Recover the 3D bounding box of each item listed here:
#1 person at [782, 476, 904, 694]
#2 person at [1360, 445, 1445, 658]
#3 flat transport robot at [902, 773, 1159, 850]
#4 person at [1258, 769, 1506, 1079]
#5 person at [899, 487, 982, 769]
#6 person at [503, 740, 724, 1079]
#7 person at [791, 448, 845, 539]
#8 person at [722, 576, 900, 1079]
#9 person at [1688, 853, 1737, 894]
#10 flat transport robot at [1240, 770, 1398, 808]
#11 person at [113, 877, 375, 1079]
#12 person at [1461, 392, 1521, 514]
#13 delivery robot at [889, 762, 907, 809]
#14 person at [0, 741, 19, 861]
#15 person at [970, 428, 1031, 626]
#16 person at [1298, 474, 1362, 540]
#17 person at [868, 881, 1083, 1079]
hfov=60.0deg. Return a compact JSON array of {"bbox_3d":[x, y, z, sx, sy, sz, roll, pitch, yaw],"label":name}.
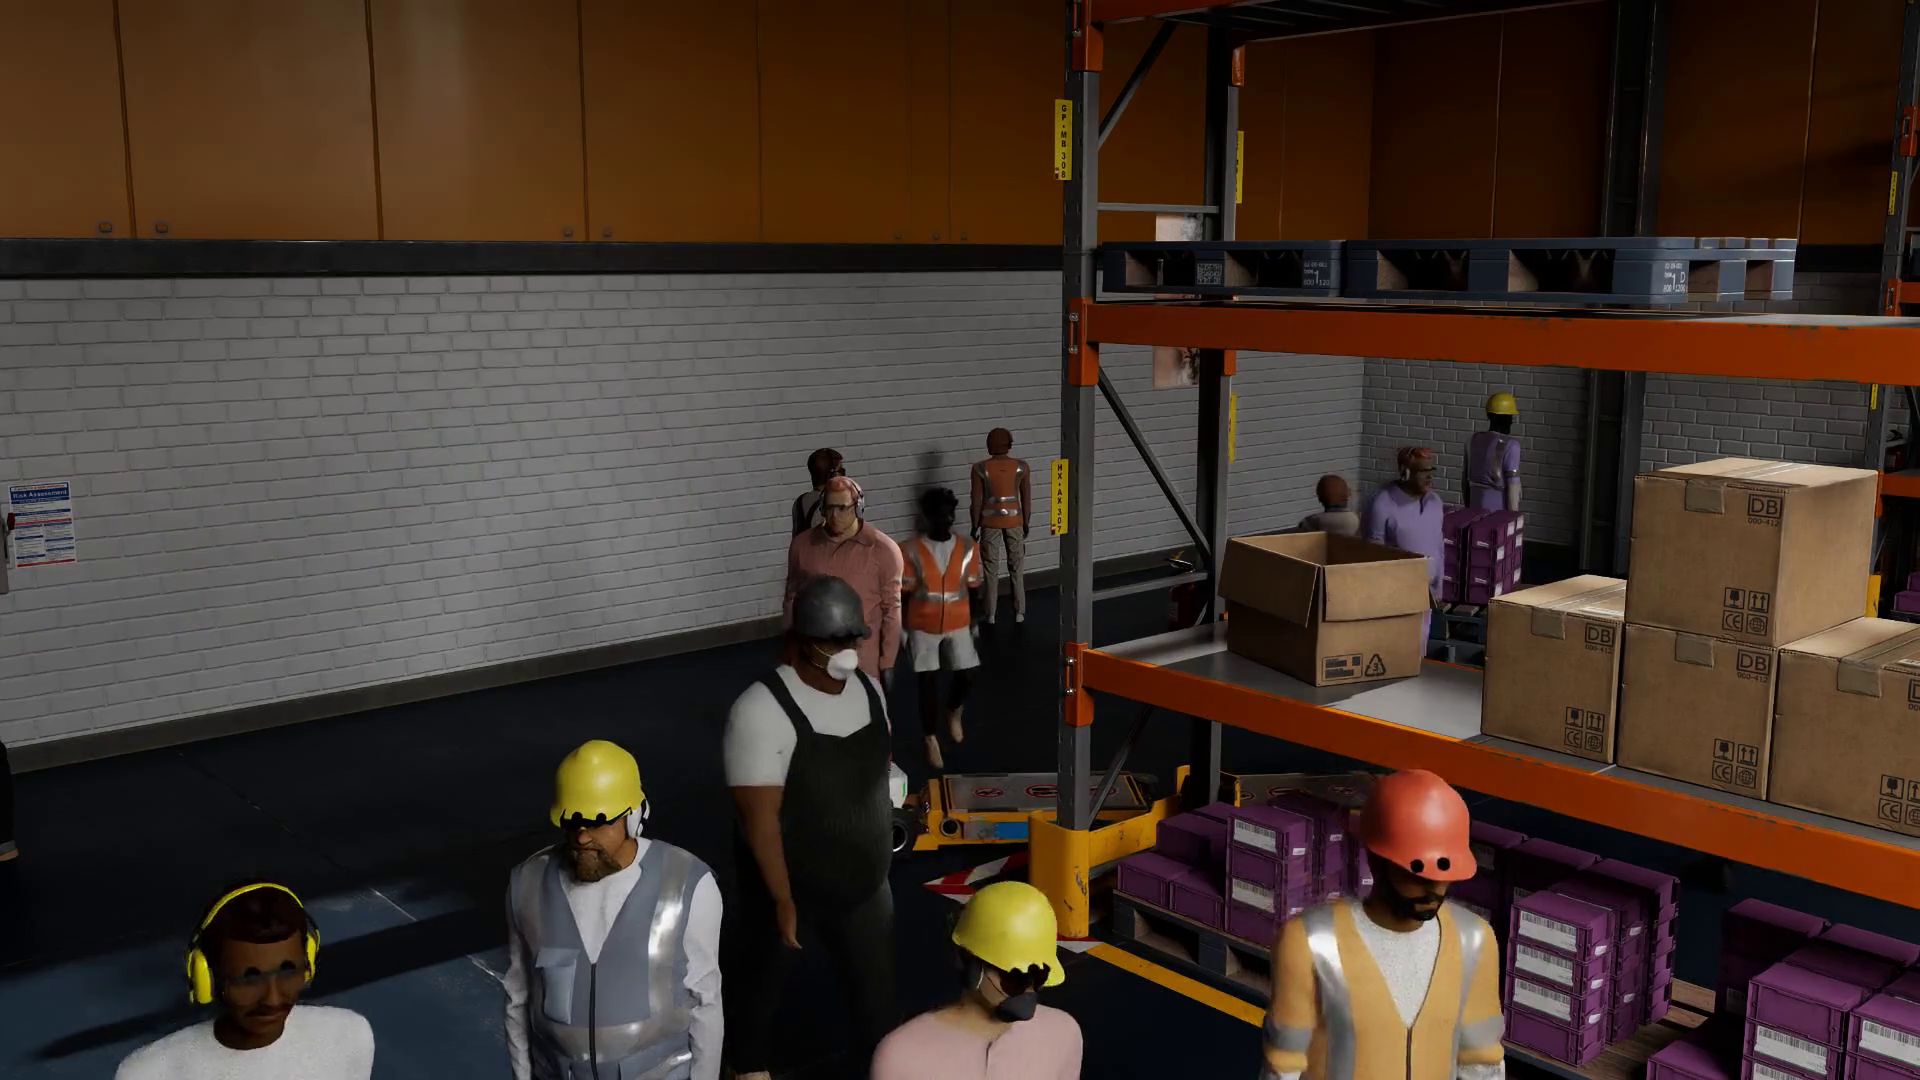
[{"bbox_3d":[-0.625,0.611,8.701,0.643,1.908,0.411,2,10,11],"label":"person"},{"bbox_3d":[2.732,0.318,10.492,0.663,1.883,0.704,-7,12,-35],"label":"person"},{"bbox_3d":[0.372,1.417,8.759,1.431,0.197,0.652,0,10,-3],"label":"flat transport robot"},{"bbox_3d":[0.988,1.454,3.736,0.584,1.909,0.759,-3,10,-14],"label":"person"},{"bbox_3d":[-0.131,0.506,9.948,0.540,1.684,0.437,-2,10,-12],"label":"person"},{"bbox_3d":[-0.906,1.397,4.355,0.586,1.824,0.405,1,10,4],"label":"person"},{"bbox_3d":[-0.844,0.339,10.469,0.334,1.843,0.513,-9,13,-42],"label":"person"},{"bbox_3d":[-0.482,1.063,5.655,0.684,2.000,1.043,-8,12,-38],"label":"person"},{"bbox_3d":[3.724,0.717,8.068,0.580,1.898,0.676,1,10,6],"label":"person"},{"bbox_3d":[1.809,1.418,8.752,1.431,0.197,0.652,-1,10,-6],"label":"flat transport robot"},{"bbox_3d":[-1.432,1.553,3.350,0.545,1.850,0.524,-7,12,-34],"label":"person"},{"bbox_3d":[4.373,-0.248,13.663,0.385,1.928,0.589,-5,11,-25],"label":"person"},{"bbox_3d":[-0.639,1.286,8.418,0.707,0.478,0.477,-4,10,-20],"label":"delivery robot"},{"bbox_3d":[-4.980,0.644,8.253,0.613,1.991,0.392,9,13,41],"label":"person"},{"bbox_3d":[0.335,-0.106,13.681,0.513,1.637,0.313,-2,10,-9],"label":"person"},{"bbox_3d":[2.501,0.381,10.953,0.545,1.596,0.760,-1,10,-8],"label":"person"},{"bbox_3d":[0.009,1.551,3.729,0.521,1.726,0.779,-3,10,-20],"label":"person"}]
